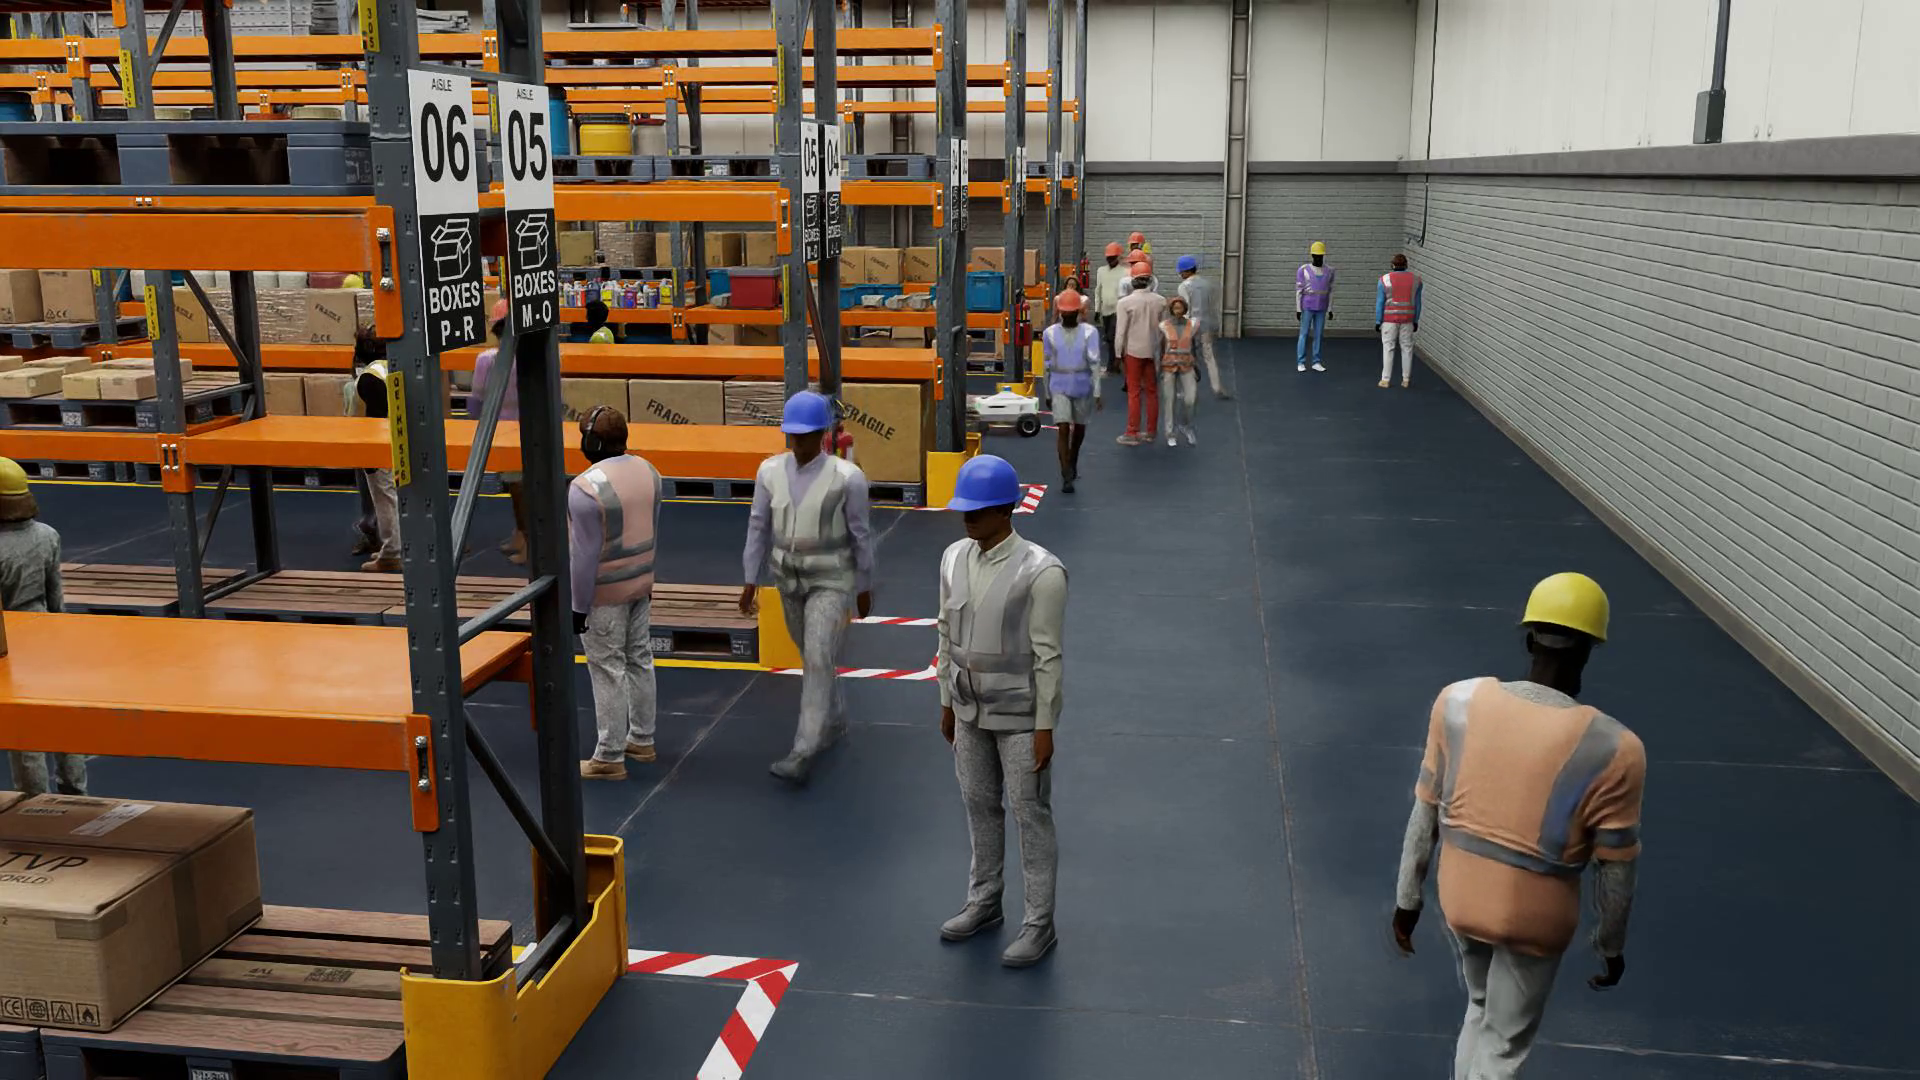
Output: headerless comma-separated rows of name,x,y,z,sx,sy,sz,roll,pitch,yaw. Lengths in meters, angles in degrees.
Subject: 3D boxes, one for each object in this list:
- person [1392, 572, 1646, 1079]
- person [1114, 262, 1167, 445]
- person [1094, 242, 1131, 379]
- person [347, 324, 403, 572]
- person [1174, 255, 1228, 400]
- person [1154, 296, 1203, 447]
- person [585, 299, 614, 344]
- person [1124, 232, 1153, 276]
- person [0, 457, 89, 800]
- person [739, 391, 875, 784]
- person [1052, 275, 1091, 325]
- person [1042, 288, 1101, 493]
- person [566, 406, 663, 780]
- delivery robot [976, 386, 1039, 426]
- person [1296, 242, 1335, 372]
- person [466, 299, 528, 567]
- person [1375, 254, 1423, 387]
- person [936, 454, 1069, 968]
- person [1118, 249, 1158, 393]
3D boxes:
person,1.570,1.016,4.622,0.665,1.884,0.607,-12,17,-43
person,1.992,-2.037,18.241,0.681,1.975,0.499,-5,13,-21
person,2.282,-3.338,24.114,0.613,1.967,0.868,11,16,40
person,-4.343,-0.689,12.437,0.429,1.843,0.633,-1,13,-5
person,3.135,-2.756,21.689,0.735,1.893,0.605,-8,15,-32
person,2.370,-1.826,18.048,0.540,1.628,0.401,0,12,0
person,-3.593,-1.566,16.720,0.317,1.697,0.540,-1,13,-3
person,2.836,-3.951,26.812,0.381,1.995,0.611,-10,16,-39
person,-4.136,0.494,7.315,0.290,1.745,0.493,3,13,12
person,-0.788,0.224,8.183,0.614,1.895,0.986,6,14,26
person,1.454,-2.650,21.776,0.516,1.633,0.316,3,13,15
person,1.043,-1.438,15.695,0.550,1.911,0.908,0,12,1
person,-1.718,0.256,8.170,0.429,1.843,0.629,5,14,23
delivery robot,0.533,-1.501,18.818,0.707,0.478,0.477,0,13,0
person,5.299,-3.473,24.809,0.589,1.928,0.385,-2,13,-11
person,-3.429,-0.801,12.570,0.763,2.010,0.635,8,15,33
person,6.041,-3.021,22.984,0.624,1.837,0.430,0,12,0
person,0.136,0.633,6.257,0.607,1.941,0.417,11,17,42
person,2.386,-2.949,22.454,0.547,1.929,0.386,-2,13,-8
